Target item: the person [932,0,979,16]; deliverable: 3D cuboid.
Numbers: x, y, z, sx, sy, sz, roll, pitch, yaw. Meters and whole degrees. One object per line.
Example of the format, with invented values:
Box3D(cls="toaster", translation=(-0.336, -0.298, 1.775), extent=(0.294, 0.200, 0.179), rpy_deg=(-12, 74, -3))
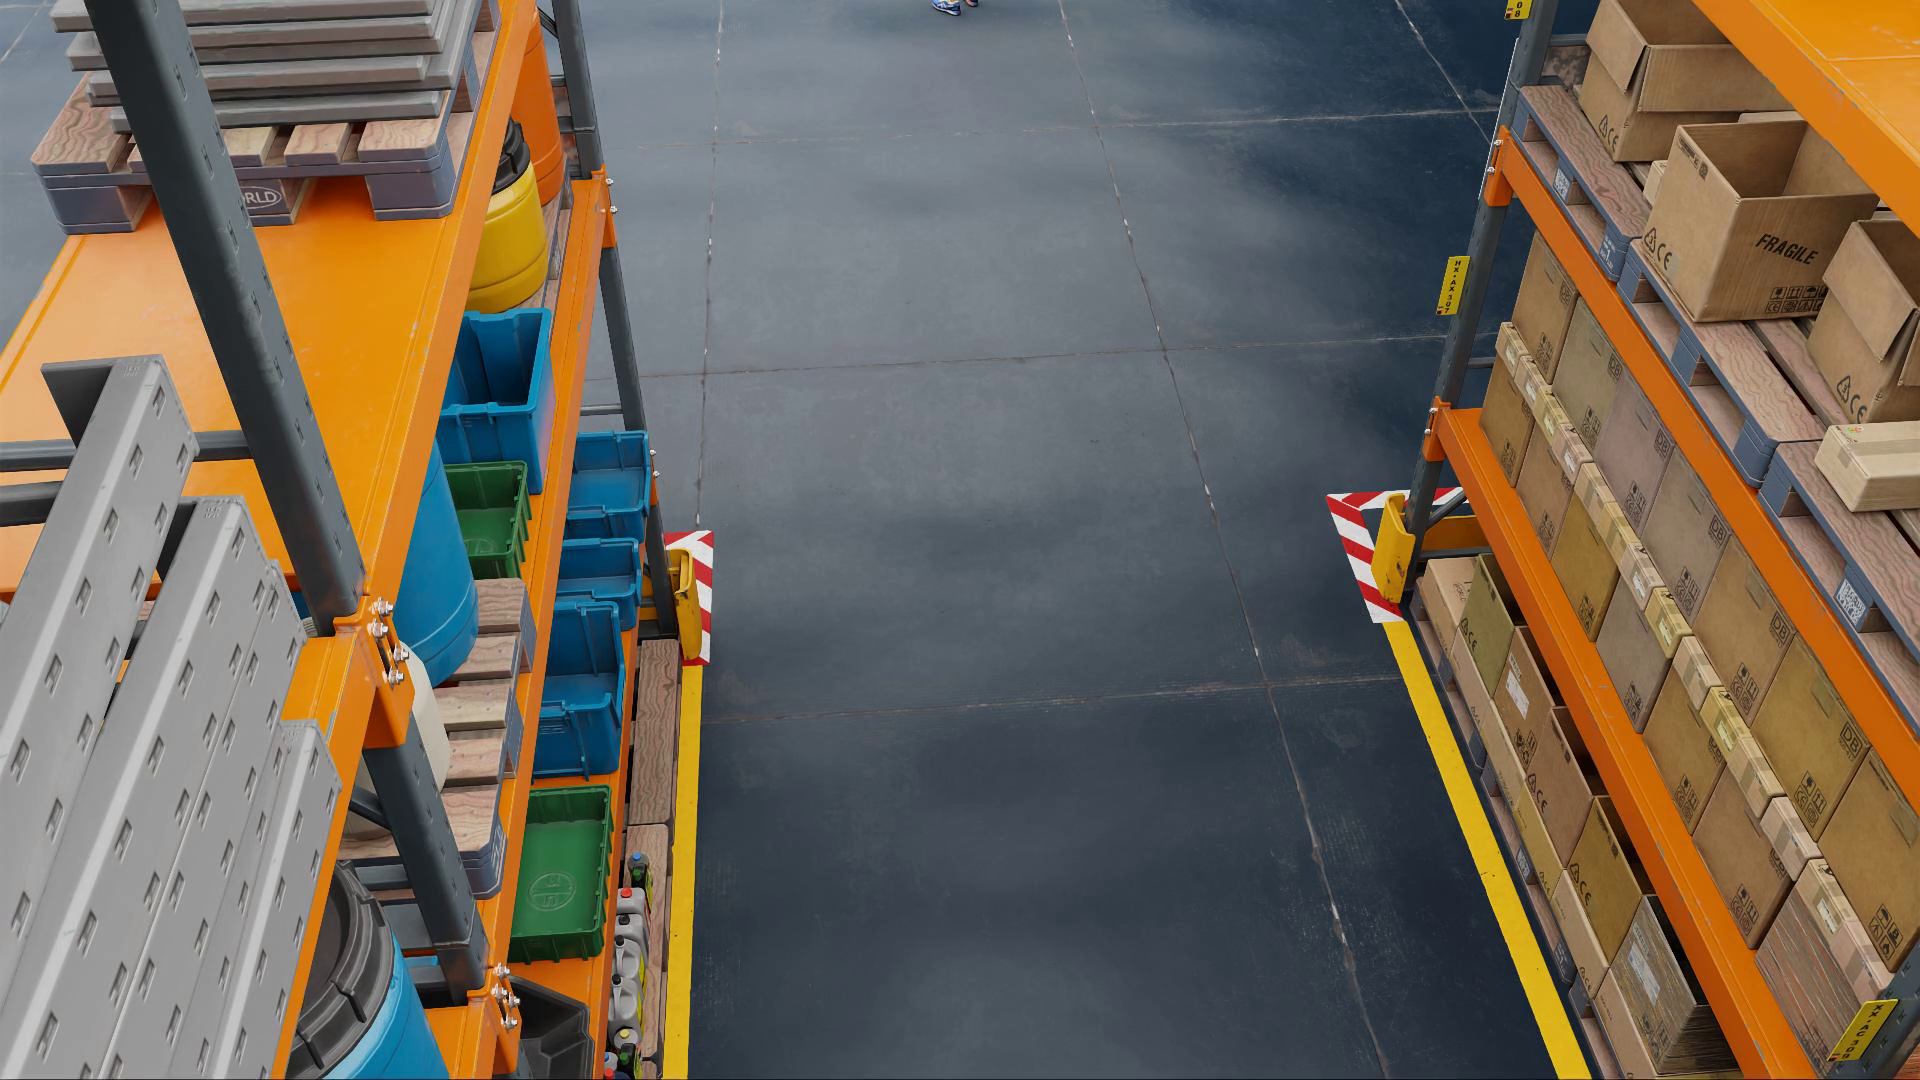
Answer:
Box3D(cls="person", translation=(-0.012, -5.417, 14.099), extent=(0.708, 1.869, 0.745), rpy_deg=(-31, 51, -30))
